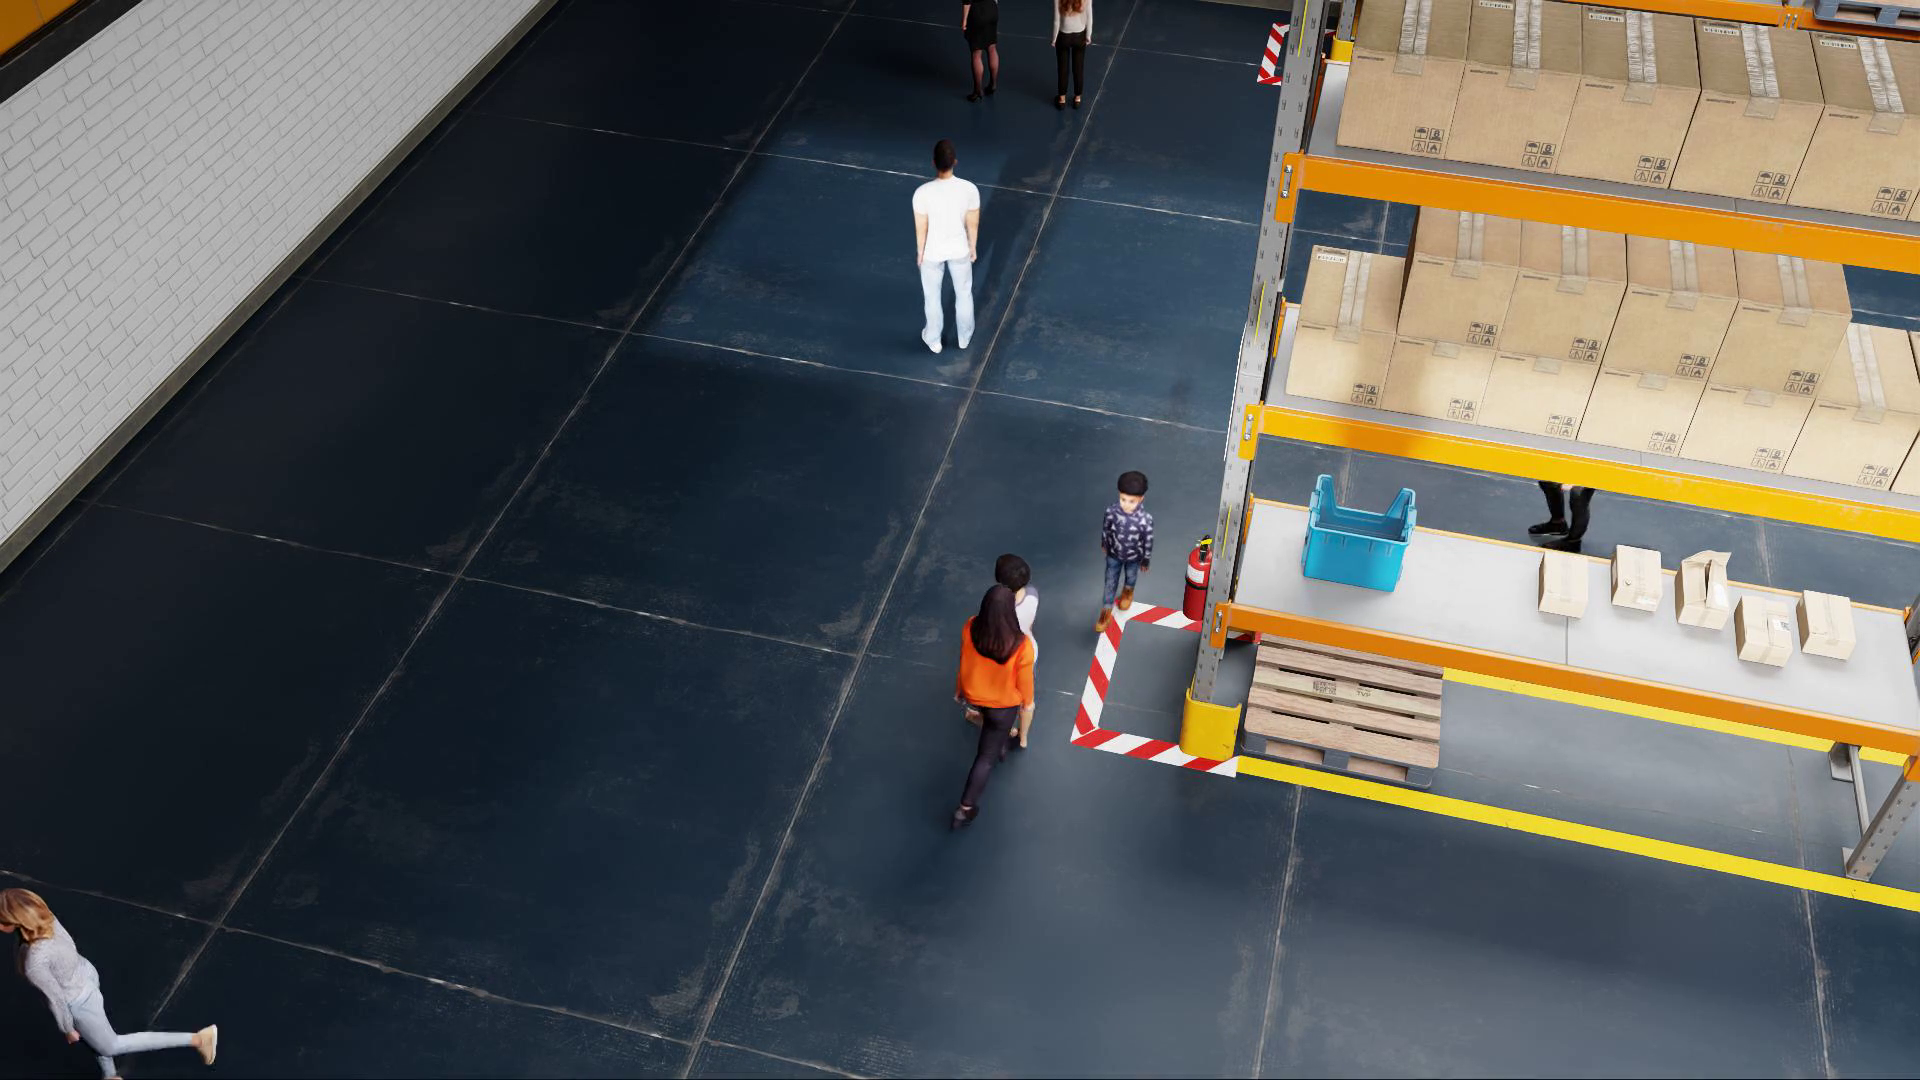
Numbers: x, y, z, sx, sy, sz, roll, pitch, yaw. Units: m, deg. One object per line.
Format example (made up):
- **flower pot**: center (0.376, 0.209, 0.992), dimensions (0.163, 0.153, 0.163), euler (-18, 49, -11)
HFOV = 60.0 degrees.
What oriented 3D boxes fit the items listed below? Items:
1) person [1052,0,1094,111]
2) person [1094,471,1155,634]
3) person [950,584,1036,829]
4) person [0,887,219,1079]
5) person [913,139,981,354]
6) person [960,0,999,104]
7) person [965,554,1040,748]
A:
- **person**: center (1.084, -4.881, 16.139), dimensions (0.525, 1.485, 0.654), euler (-2, 44, -2)
- **person**: center (1.134, 0.008, 11.192), dimensions (0.706, 1.230, 0.583), euler (13, 45, 13)
- **person**: center (0.150, 1.003, 9.808), dimensions (1.106, 1.699, 0.960), euler (29, 51, 27)
- **person**: center (-4.361, 2.288, 8.401), dimensions (1.131, 1.779, 0.986), euler (-14, 45, -14)
- **person**: center (-0.112, -2.312, 13.168), dimensions (0.654, 1.864, 0.809), euler (-7, 44, -8)
- **person**: center (0.204, -5.085, 16.194), dimensions (0.659, 1.704, 0.691), euler (-28, 50, -26)
- **person**: center (0.349, 0.738, 10.196), dimensions (0.765, 1.546, 0.831), euler (-28, 50, -26)
